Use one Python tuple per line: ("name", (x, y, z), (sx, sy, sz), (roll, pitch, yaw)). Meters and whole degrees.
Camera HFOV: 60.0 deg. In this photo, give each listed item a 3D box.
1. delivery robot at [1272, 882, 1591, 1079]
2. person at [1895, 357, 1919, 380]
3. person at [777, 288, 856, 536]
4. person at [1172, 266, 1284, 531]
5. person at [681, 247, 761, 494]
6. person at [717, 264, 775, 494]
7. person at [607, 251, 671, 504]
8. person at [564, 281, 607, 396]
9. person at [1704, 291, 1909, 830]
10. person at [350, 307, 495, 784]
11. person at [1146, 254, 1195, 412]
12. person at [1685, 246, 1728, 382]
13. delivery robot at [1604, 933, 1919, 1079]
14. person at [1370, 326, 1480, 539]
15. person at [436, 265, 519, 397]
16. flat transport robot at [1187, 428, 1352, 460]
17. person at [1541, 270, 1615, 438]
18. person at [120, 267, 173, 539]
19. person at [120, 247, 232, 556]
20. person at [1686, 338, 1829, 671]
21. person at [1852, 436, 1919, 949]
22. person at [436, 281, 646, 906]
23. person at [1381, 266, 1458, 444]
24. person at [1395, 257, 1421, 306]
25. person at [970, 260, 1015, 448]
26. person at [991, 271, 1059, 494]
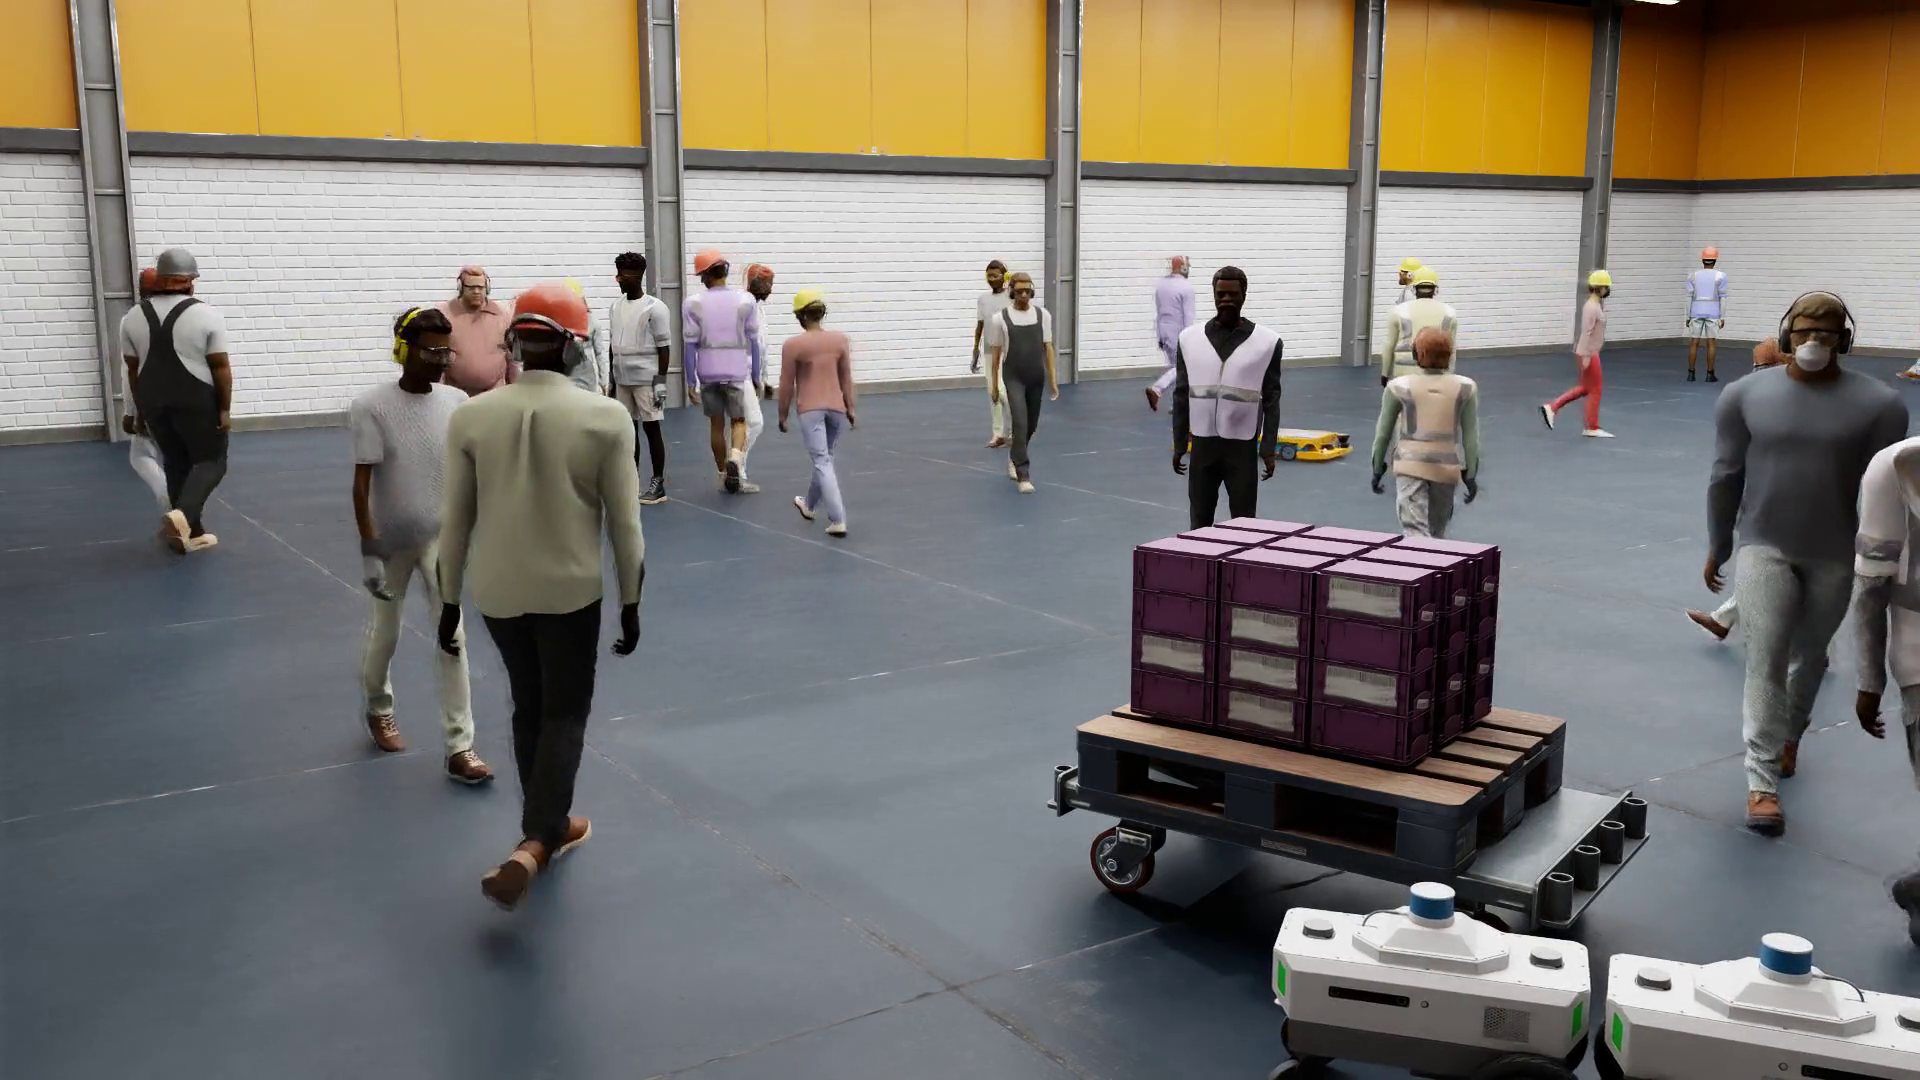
("delivery robot", (1.102, 1.052, 3.924), (0.707, 0.478, 0.477), (3, 11, 18))
("person", (14.131, -3.190, 23.809), (1.049, 1.887, 0.642), (5, 12, 26))
("person", (-1.039, -0.909, 11.738), (0.538, 1.705, 0.926), (-7, 12, -34))
("person", (1.452, -0.532, 9.115), (0.591, 1.922, 0.390), (4, 11, 19))
("person", (-1.887, -1.320, 13.229), (0.623, 2.001, 0.748), (-2, 10, -9))
("person", (-1.731, -1.293, 13.456), (0.431, 1.856, 0.659), (4, 11, 20))
("person", (-2.529, -1.264, 13.001), (0.613, 1.965, 0.361), (7, 12, 33))
("person", (-3.249, -1.339, 14.128), (0.508, 1.692, 0.874), (-3, 11, -18))
("person", (3.075, 0.039, 6.090), (0.643, 1.891, 1.044), (5, 11, 24))
("person", (-2.141, 0.004, 6.481), (0.517, 1.823, 0.952), (-8, 13, -37))
("person", (2.472, -2.392, 19.437), (0.690, 1.886, 0.639), (-5, 12, -27))
("person", (10.711, -3.237, 23.888), (0.549, 1.942, 0.347), (7, 12, 33))
("delivery robot", (1.790, 1.105, 3.636), (0.707, 0.478, 0.477), (4, 11, 22))
("person", (2.502, -0.354, 9.019), (0.541, 1.587, 0.850), (0, 10, 1))
("person", (-3.515, -1.044, 12.078), (0.653, 1.868, 0.894), (-4, 11, -19))
("flat transport robot", (2.946, -0.939, 15.875), (1.431, 0.197, 0.652), (6, 12, 31))
("person", (6.484, -1.937, 17.329), (0.667, 1.747, 0.519), (4, 11, 23))
("person", (-5.399, -0.905, 11.289), (0.424, 1.873, 0.598), (7, 12, 33))
("person", (-5.057, -0.892, 10.761), (0.695, 2.000, 0.777), (1, 10, 6))
("person", (3.946, -0.192, 8.155), (0.517, 1.582, 0.848), (-8, 13, -37))
("person", (2.762, 0.327, 4.520), (0.665, 1.885, 0.797), (4, 11, 21))
("person", (-1.330, 0.172, 5.210), (0.667, 1.950, 0.866), (1, 10, 7))
("person", (3.981, -1.453, 14.418), (0.611, 1.824, 0.416), (0, 10, 2))
("person", (5.390, -2.485, 20.055), (0.403, 1.837, 0.591), (4, 11, 20))
("person", (0.354, -1.818, 16.348), (0.534, 1.851, 0.392), (7, 13, 35))
("person", (0.502, -1.331, 13.836), (0.517, 1.805, 0.939), (-3, 11, -18))
